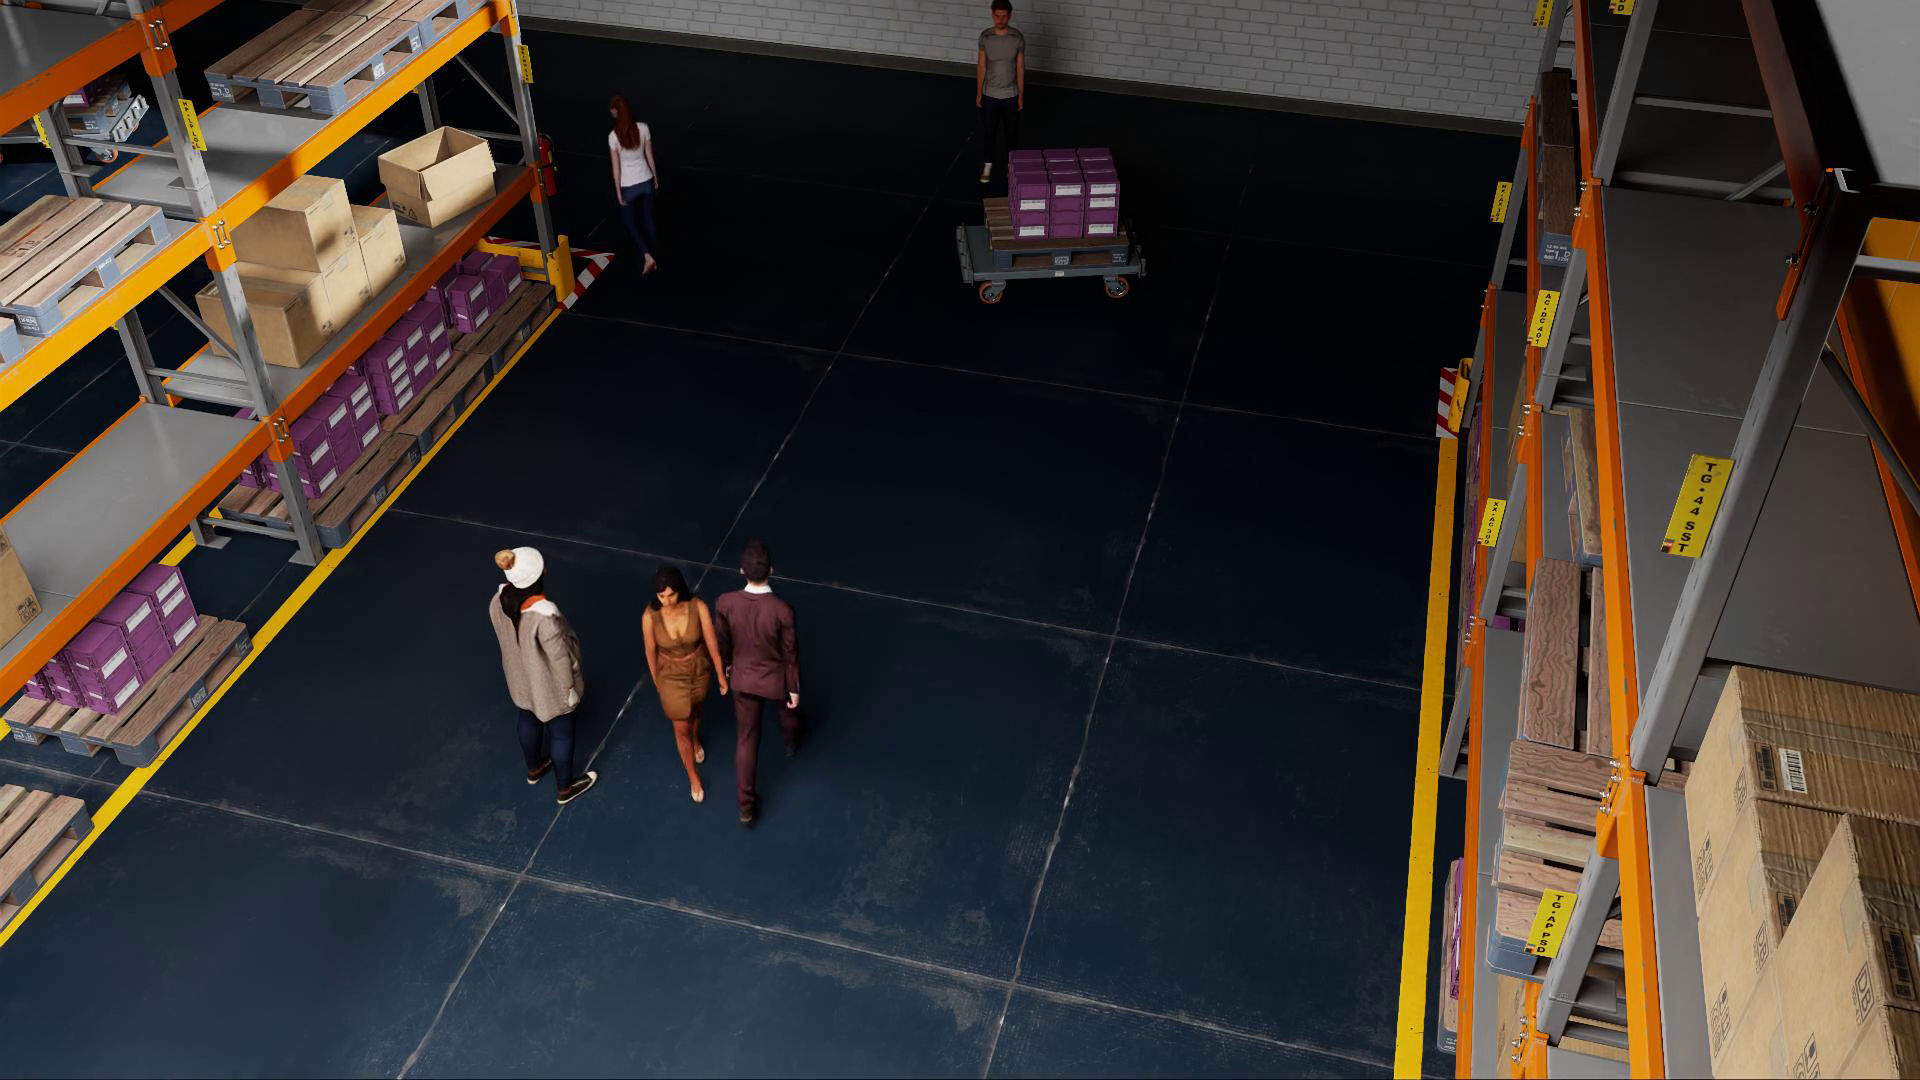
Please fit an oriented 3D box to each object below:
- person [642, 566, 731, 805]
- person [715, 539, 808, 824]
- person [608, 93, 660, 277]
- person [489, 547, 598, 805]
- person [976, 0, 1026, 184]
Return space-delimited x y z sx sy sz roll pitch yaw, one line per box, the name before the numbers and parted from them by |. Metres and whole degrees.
person | -1.689 0.755 10.094 0.827 1.665 0.913 -16 41 -19
person | -1.196 0.873 9.823 0.778 1.820 1.228 5 39 7
person | -2.872 -3.126 14.907 0.853 1.723 0.920 -18 42 -21
person | -2.517 0.783 9.878 0.777 1.890 0.787 24 44 27
person | 0.403 -4.425 16.398 0.661 1.892 0.575 4 39 5
